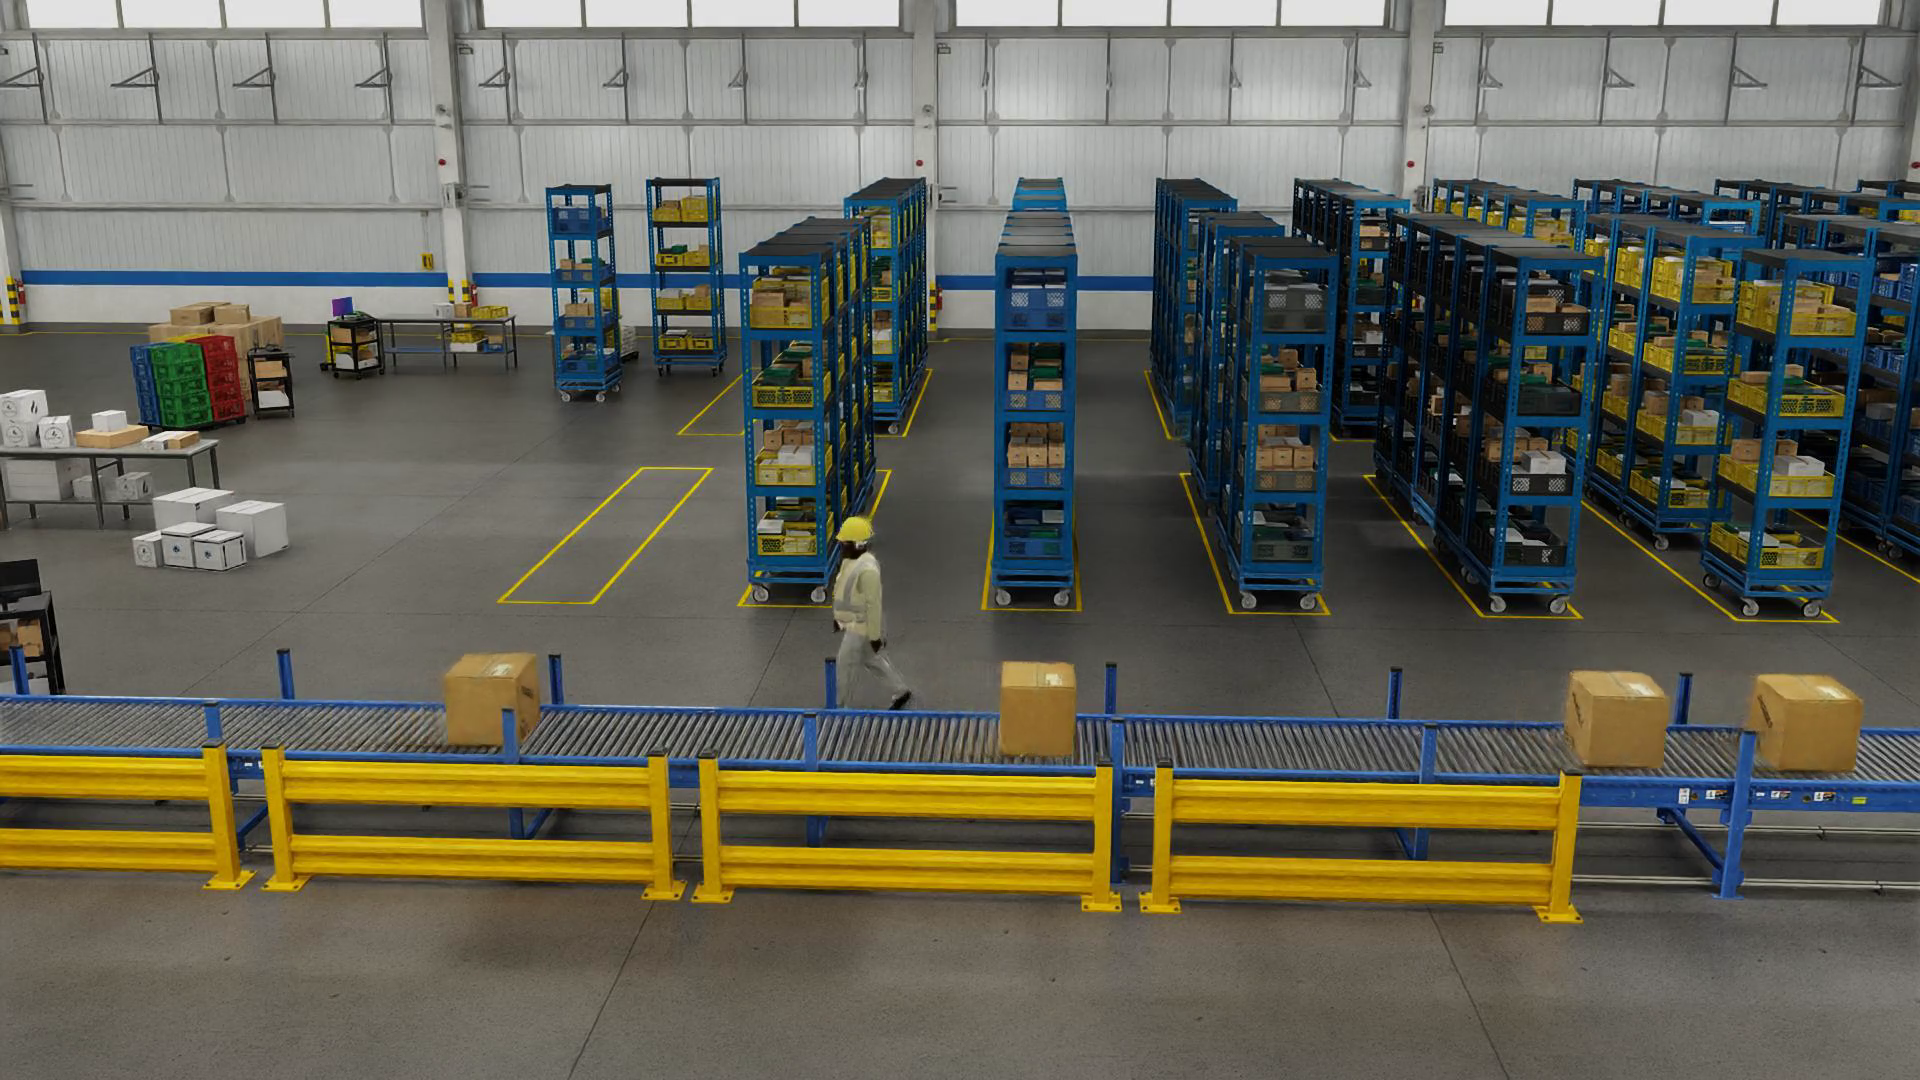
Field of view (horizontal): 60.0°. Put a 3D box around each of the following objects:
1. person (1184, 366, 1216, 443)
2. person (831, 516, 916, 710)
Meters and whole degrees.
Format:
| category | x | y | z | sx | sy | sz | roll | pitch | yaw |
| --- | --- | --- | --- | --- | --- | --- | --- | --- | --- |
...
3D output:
| category | x | y | z | sx | sy | sz | roll | pitch | yaw |
| --- | --- | --- | --- | --- | --- | --- | --- | --- | --- |
| person | 3.781 | -2.219 | 24.373 | 0.958 | 1.801 | 0.586 | 3 | 15 | 10 |
| person | -0.786 | 0.656 | 13.712 | 0.896 | 1.796 | 0.589 | -4 | 15 | -13 |
